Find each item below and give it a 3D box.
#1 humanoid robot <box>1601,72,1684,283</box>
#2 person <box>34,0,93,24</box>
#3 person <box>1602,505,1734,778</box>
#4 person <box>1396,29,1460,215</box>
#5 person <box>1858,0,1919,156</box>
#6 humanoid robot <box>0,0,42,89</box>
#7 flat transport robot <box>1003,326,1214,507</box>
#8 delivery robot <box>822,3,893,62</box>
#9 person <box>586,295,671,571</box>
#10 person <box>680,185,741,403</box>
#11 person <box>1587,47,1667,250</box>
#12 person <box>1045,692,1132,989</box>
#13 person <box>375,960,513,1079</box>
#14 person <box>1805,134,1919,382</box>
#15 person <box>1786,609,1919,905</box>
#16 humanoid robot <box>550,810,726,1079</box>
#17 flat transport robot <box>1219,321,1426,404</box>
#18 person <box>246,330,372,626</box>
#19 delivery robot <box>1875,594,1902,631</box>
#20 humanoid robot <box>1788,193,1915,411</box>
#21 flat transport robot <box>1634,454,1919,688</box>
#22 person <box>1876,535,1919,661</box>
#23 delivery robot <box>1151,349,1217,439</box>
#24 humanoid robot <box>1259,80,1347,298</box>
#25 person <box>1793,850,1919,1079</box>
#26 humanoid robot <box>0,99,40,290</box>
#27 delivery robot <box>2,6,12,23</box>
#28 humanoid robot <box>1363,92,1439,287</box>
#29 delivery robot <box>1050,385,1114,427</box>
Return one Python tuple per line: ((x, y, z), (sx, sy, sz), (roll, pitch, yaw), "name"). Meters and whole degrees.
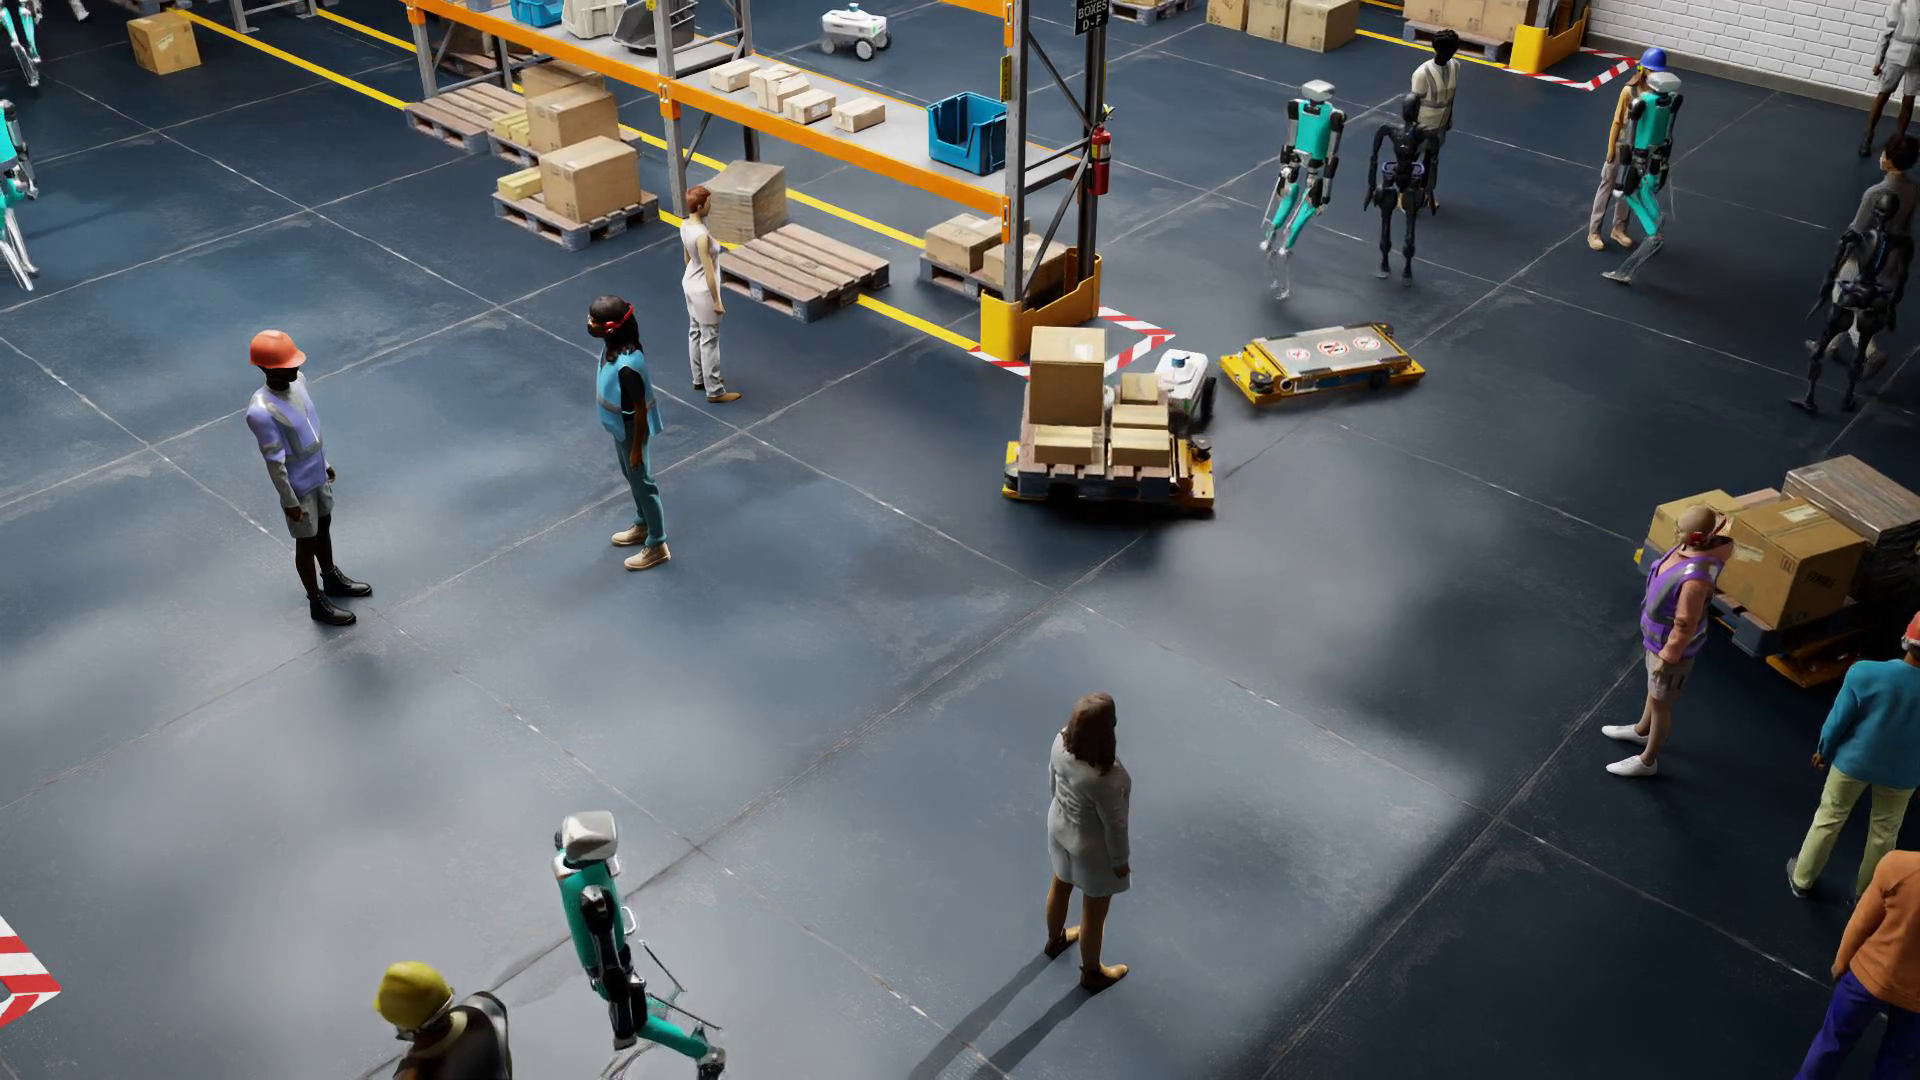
((5.744, -2.894, 13.721), (0.561, 1.808, 0.706), (-16, 38, -22), "humanoid robot")
((-10.858, -7.023, 19.611), (0.679, 1.831, 1.083), (-29, 44, -35), "person")
((3.739, 0.531, 8.785), (0.347, 1.686, 0.480), (10, 36, 14), "person")
((4.247, -3.784, 15.042), (0.535, 1.691, 0.319), (-20, 39, -26), "person")
((9.149, -4.637, 16.074), (0.549, 1.922, 0.387), (15, 37, 20), "person")
((-10.009, -5.553, 17.628), (0.536, 1.751, 1.070), (-18, 38, -24), "humanoid robot")
((1.030, -0.503, 11.539), (1.431, 0.231, 0.659), (3, 35, 4), "flat transport robot")
((-1.183, -5.798, 18.976), (0.818, 0.614, 0.499), (14, 37, 20), "delivery robot")
((-2.054, -0.674, 10.381), (0.370, 1.864, 0.539), (-14, 37, -19), "person")
((-1.867, -1.803, 12.197), (0.285, 1.658, 0.447), (-18, 38, -24), "person")
((5.811, -3.379, 14.377), (0.463, 1.778, 0.308), (-7, 35, -10), "person")
((0.597, 1.361, 7.610), (0.338, 1.661, 0.484), (-22, 40, -29), "person")
((-1.868, 2.235, 6.209), (0.403, 1.820, 0.594), (14, 37, 19), "person")
((6.847, -2.097, 12.437), (0.545, 1.871, 0.742), (-13, 37, -17), "person")
((4.425, 1.041, 8.000), (0.575, 1.745, 0.350), (14, 37, 20), "person")
((-1.294, 1.814, 6.915), (0.848, 1.796, 0.585), (-15, 37, -20), "humanoid robot")
((2.787, -1.365, 12.788), (1.431, 0.231, 0.659), (-10, 36, -14), "flat transport robot")
((-3.890, -0.379, 9.893), (0.358, 1.937, 0.544), (3, 35, 4), "person")
((5.770, 0.327, 10.077), (0.499, 0.586, 0.773), (5, 35, 7), "delivery robot")
((6.493, -1.692, 12.020), (0.610, 1.637, 0.389), (5, 35, 7), "humanoid robot")
((4.937, 0.364, 10.283), (0.659, 0.231, 1.431), (-14, 37, -19), "flat transport robot")
((5.566, 0.086, 9.300), (0.346, 1.844, 0.505), (-13, 37, -18), "person")
((1.583, -1.090, 12.154), (0.499, 0.613, 0.796), (11, 36, 16), "delivery robot")
((2.709, -2.801, 13.599), (0.679, 1.812, 0.541), (-28, 43, -34), "humanoid robot")
((3.832, 1.772, 6.748), (0.517, 1.974, 0.399), (20, 39, 26), "person")
((-8.024, -2.923, 13.797), (0.756, 1.831, 0.546), (20, 39, 27), "humanoid robot")
((-11.455, -6.142, 19.461), (0.499, 0.600, 0.801), (-11, 36, -16), "delivery robot")
((3.671, -2.920, 13.810), (0.592, 1.644, 0.340), (9, 36, 13), "humanoid robot")
((0.831, -0.831, 11.768), (0.805, 0.601, 0.499), (-27, 43, -33), "delivery robot")
